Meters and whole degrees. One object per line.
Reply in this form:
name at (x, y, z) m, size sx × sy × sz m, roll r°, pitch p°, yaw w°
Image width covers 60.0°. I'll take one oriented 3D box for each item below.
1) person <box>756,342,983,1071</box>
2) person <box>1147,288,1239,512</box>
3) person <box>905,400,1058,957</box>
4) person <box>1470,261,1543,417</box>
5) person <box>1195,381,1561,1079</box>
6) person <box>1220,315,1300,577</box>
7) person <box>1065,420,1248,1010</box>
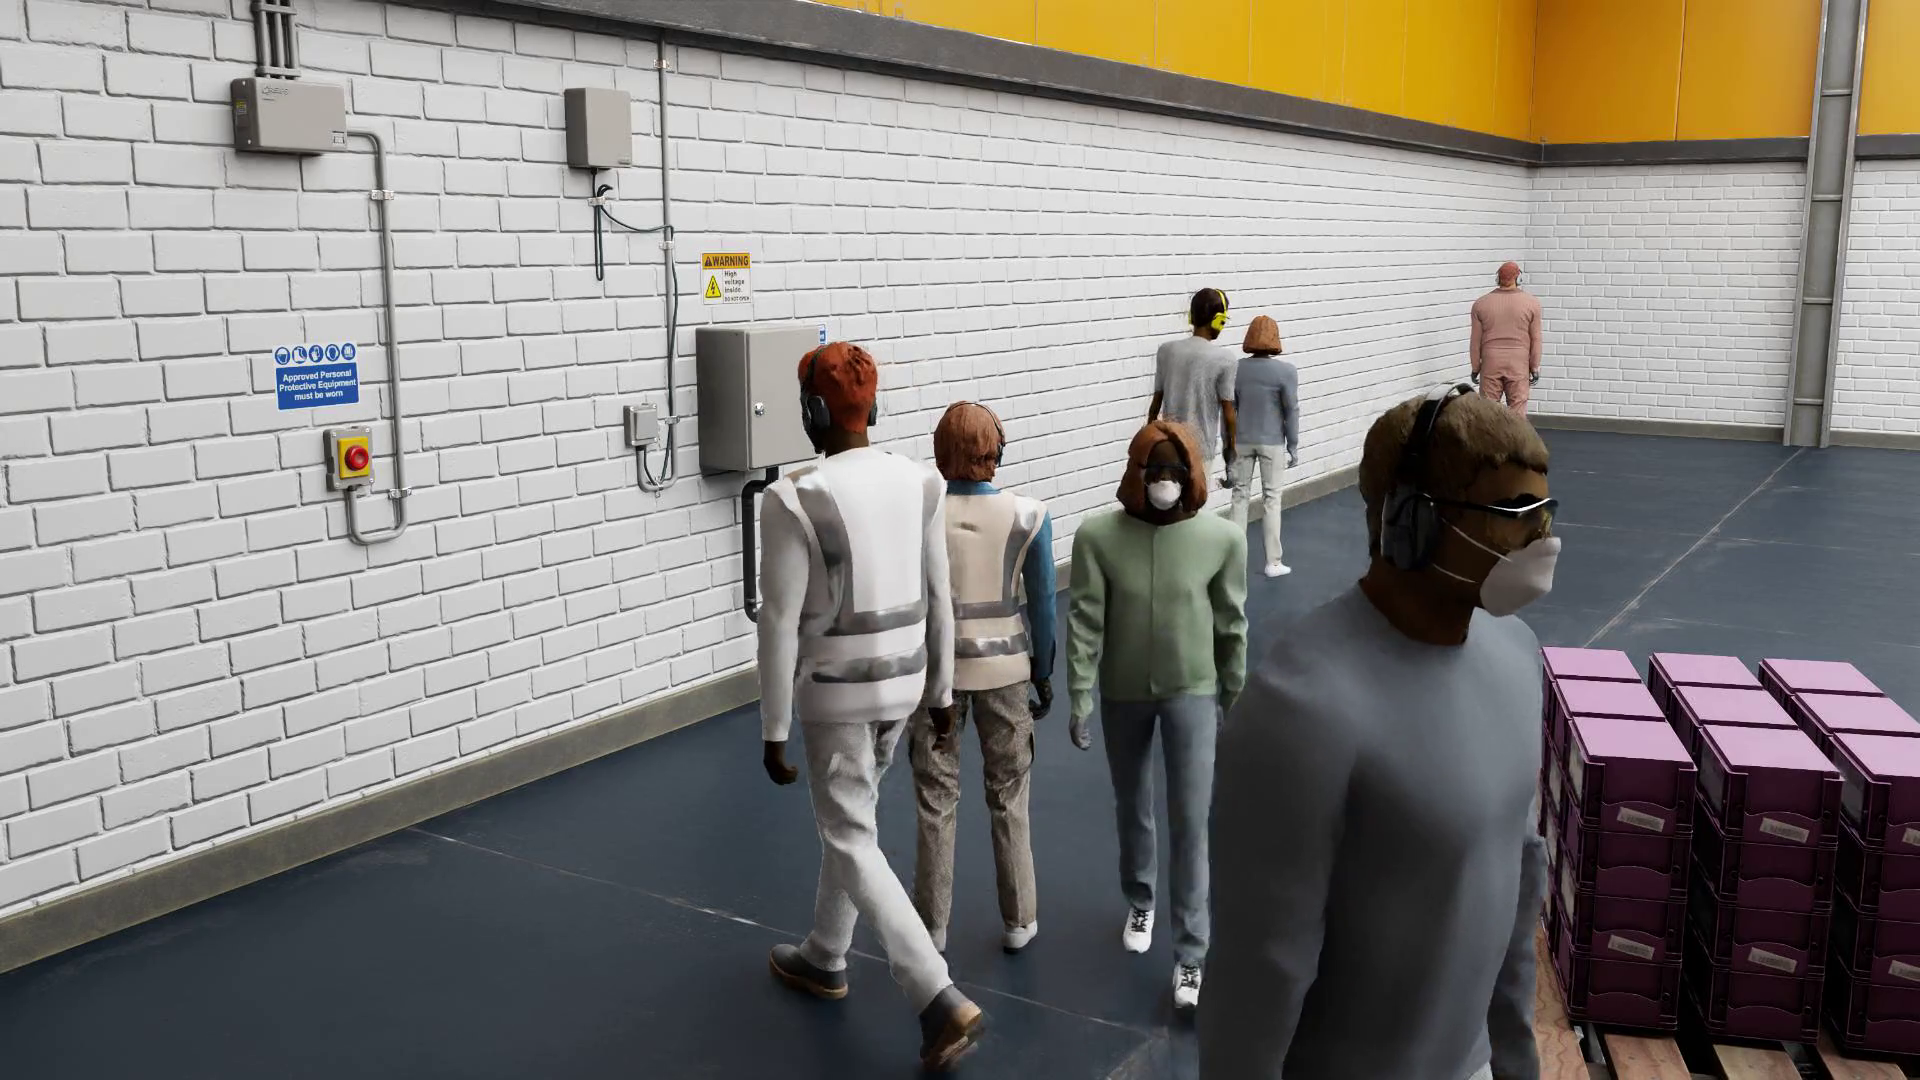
person at (-0.231, 0.414, 4.310) m, size 0.594 × 1.854 × 0.900 m, roll -9°, pitch 14°, yaw -42°
person at (1.262, -0.461, 9.167) m, size 0.544 × 1.842 × 0.444 m, roll 9°, pitch 14°, yaw 41°
person at (0.025, 0.415, 4.878) m, size 0.521 × 1.639 × 0.311 m, roll 0°, pitch 10°, yaw -2°
person at (5.013, -1.597, 15.292) m, size 0.640 × 1.909 × 0.409 m, roll 4°, pitch 11°, yaw 23°
person at (0.584, 0.751, 2.226) m, size 0.424 × 1.926 × 0.628 m, roll 8°, pitch 13°, yaw 38°
person at (1.877, -0.584, 10.431) m, size 0.507 × 1.633 × 0.272 m, roll 6°, pitch 12°, yaw 28°
person at (0.545, 0.471, 4.659) m, size 0.503 × 1.601 × 0.797 m, roll 2°, pitch 10°, yaw 11°
